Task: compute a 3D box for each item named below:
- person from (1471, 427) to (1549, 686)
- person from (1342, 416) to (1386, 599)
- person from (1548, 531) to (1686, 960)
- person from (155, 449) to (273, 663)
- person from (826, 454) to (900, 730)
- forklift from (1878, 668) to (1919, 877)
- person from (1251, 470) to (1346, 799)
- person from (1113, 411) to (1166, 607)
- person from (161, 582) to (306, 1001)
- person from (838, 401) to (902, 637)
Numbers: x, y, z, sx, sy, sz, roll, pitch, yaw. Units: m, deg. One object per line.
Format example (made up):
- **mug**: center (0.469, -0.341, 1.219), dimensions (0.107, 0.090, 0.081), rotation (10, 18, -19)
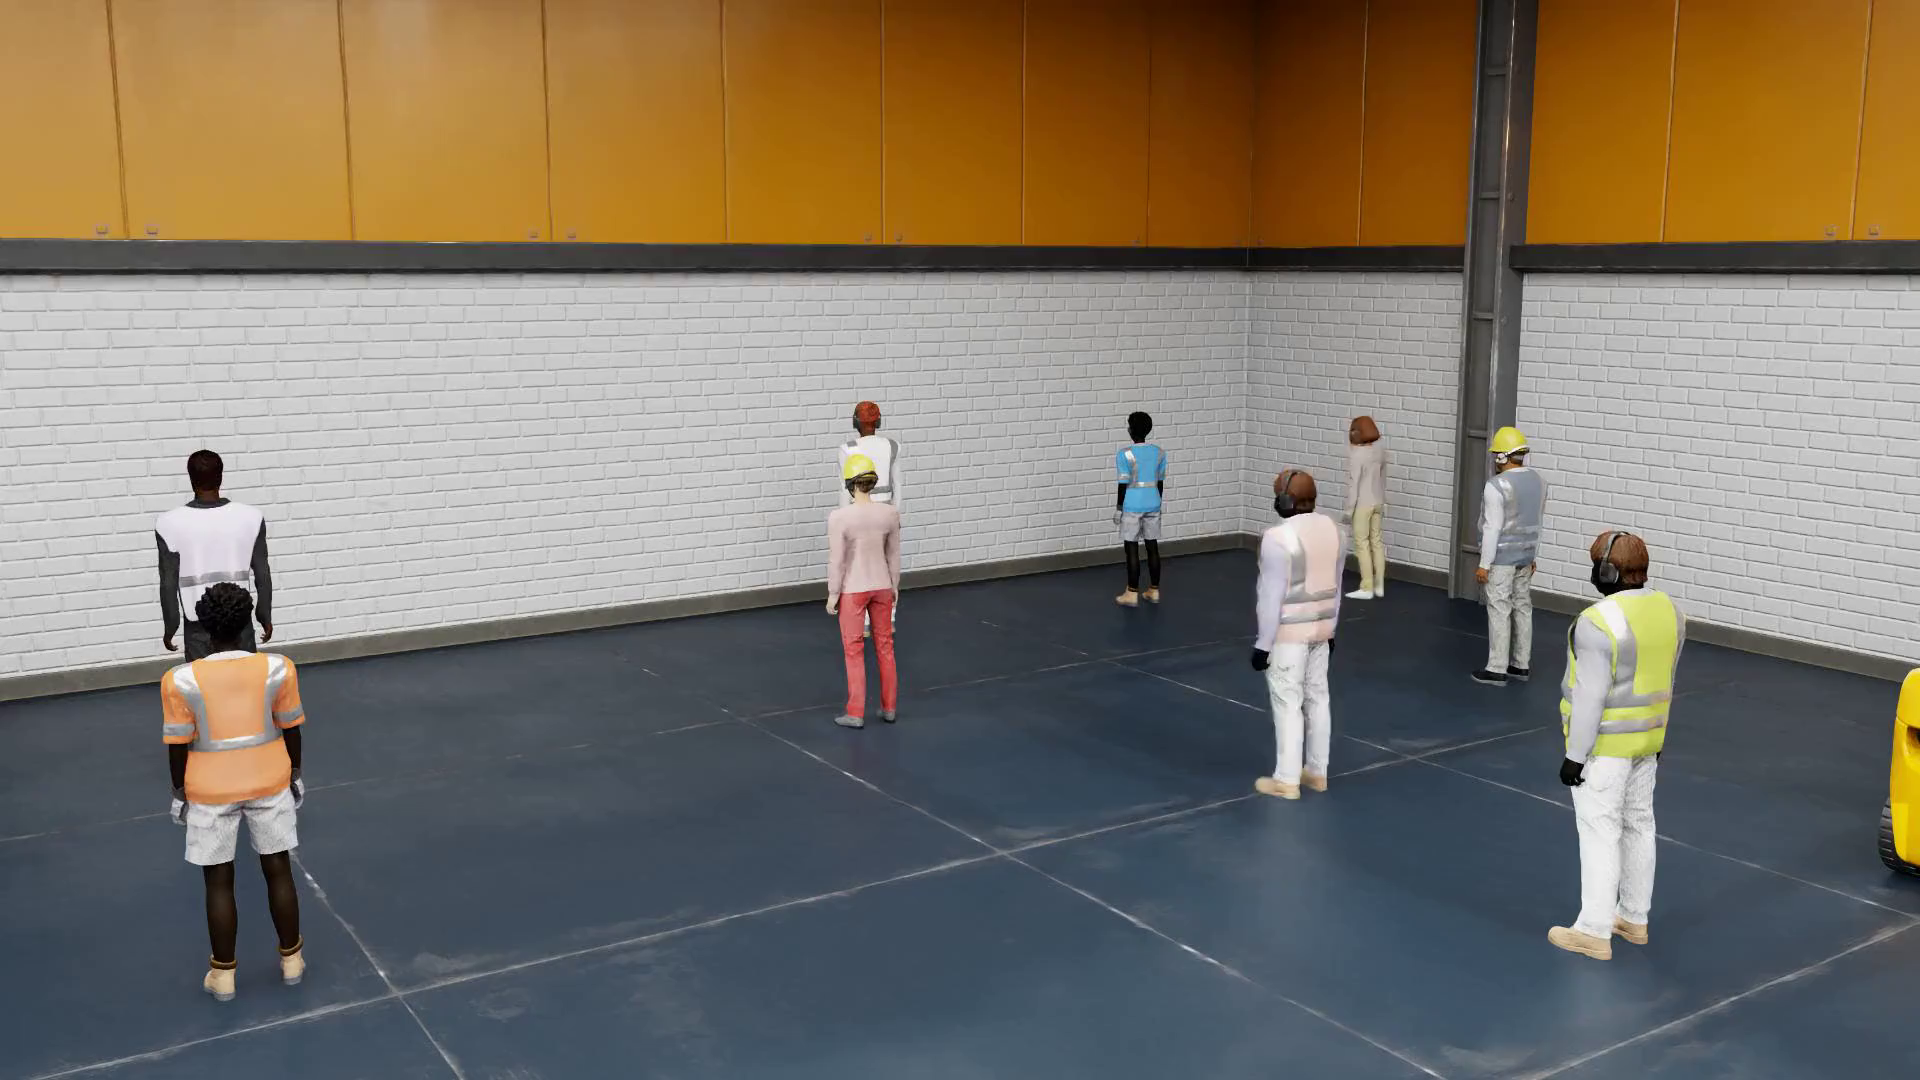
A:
- **person**: center (3.863, 0.114, 11.755), dimensions (0.600, 1.827, 0.404), rotation (-6, 11, -33)
- **person**: center (3.607, -0.285, 14.788), dimensions (0.525, 1.622, 0.329), rotation (-9, 13, -42)
- **person**: center (2.804, 0.872, 7.159), dimensions (0.633, 1.839, 0.429), rotation (-6, 11, -33)
- **person**: center (-4.244, 0.442, 9.520), dimensions (0.596, 1.914, 0.373), rotation (-6, 11, -33)
- **person**: center (-0.627, 0.327, 10.671), dimensions (0.533, 1.765, 0.331), rotation (-6, 11, -33)
- **forklift**: center (5.511, 0.571, 7.906), dimensions (2.313, 2.155, 1.214), rotation (-6, 11, -33)
- **person**: center (1.872, 0.523, 9.293), dimensions (0.648, 1.838, 0.432), rotation (-8, 12, -39)
- **person**: center (1.559, -0.272, 14.478), dimensions (0.540, 1.695, 0.317), rotation (-6, 11, -33)
- **person**: center (-2.929, 1.011, 6.751), dimensions (0.540, 1.695, 0.317), rotation (-6, 11, -33)
- **person**: center (-0.724, -0.169, 13.297), dimensions (0.584, 1.882, 0.337), rotation (-6, 11, -33)
